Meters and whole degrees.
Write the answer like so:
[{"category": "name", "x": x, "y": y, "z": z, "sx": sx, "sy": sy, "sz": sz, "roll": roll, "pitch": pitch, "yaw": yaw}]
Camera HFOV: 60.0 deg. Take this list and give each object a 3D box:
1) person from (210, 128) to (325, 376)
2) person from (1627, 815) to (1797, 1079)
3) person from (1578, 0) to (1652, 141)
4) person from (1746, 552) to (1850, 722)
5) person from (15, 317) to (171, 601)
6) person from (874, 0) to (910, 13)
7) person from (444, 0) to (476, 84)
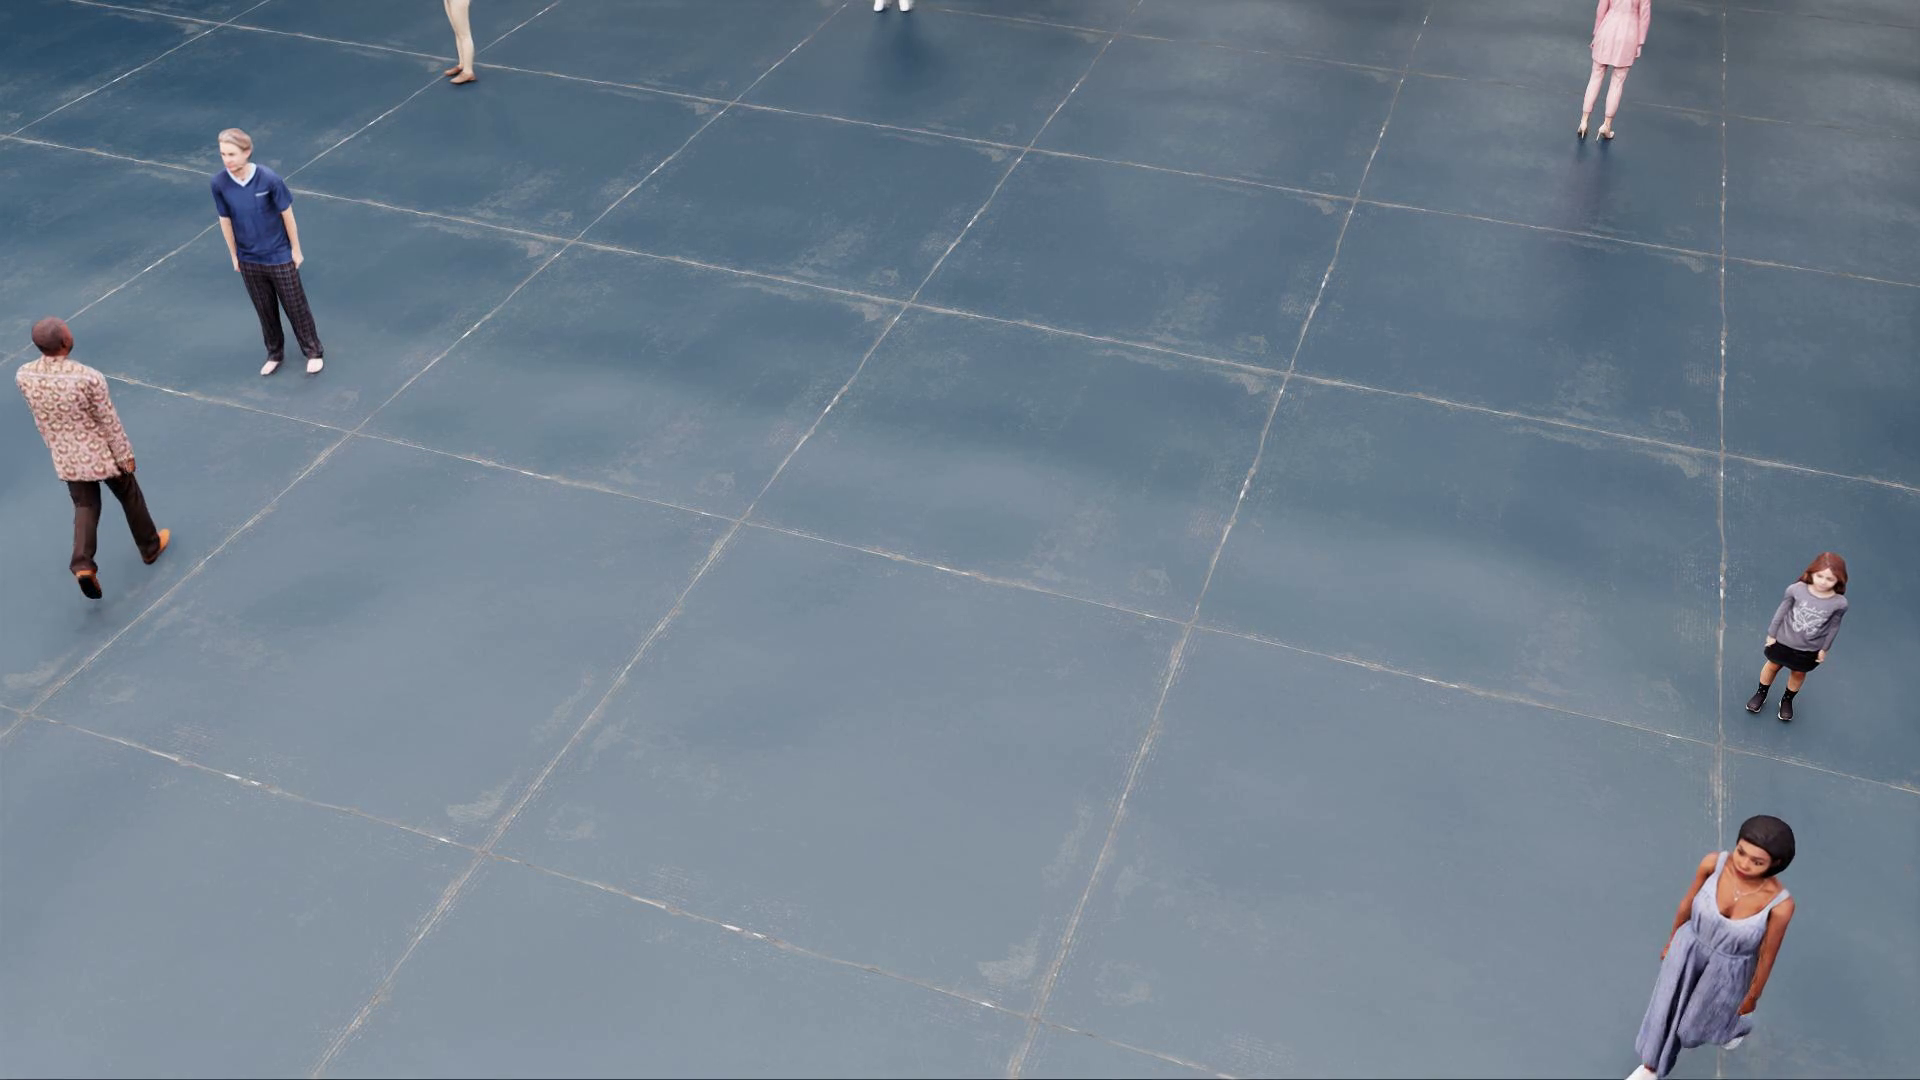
[{"category": "person", "x": -4.897, "y": -2.024, "z": 11.728, "sx": 0.736, "sy": 1.870, "sz": 0.704, "roll": -4, "pitch": 38, "yaw": -5}, {"category": "person", "x": 3.235, "y": 1.757, "z": 7.046, "sx": 1.014, "sy": 1.683, "sz": 0.858, "roll": -27, "pitch": 45, "yaw": -30}, {"category": "person", "x": 5.880, "y": -4.467, "z": 14.905, "sx": 0.654, "sy": 1.803, "sz": 0.591, "roll": 22, "pitch": 43, "yaw": 25}, {"category": "person", "x": 4.608, "y": 0.516, "z": 9.102, "sx": 0.493, "sy": 1.106, "sz": 0.470, "roll": 17, "pitch": 41, "yaw": 21}, {"category": "person", "x": -5.167, "y": -0.466, "z": 9.803, "sx": 0.926, "sy": 1.788, "sz": 1.135, "roll": -1, "pitch": 38, "yaw": -1}, {"category": "person", "x": -0.715, "y": -6.432, "z": 17.556, "sx": 0.699, "sy": 1.632, "sz": 0.667, "roll": 1, "pitch": 38, "yaw": 1}, {"category": "person", "x": -4.862, "y": -5.283, "z": 16.070, "sx": 0.744, "sy": 1.653, "sz": 0.681, "roll": 17, "pitch": 41, "yaw": 20}]
